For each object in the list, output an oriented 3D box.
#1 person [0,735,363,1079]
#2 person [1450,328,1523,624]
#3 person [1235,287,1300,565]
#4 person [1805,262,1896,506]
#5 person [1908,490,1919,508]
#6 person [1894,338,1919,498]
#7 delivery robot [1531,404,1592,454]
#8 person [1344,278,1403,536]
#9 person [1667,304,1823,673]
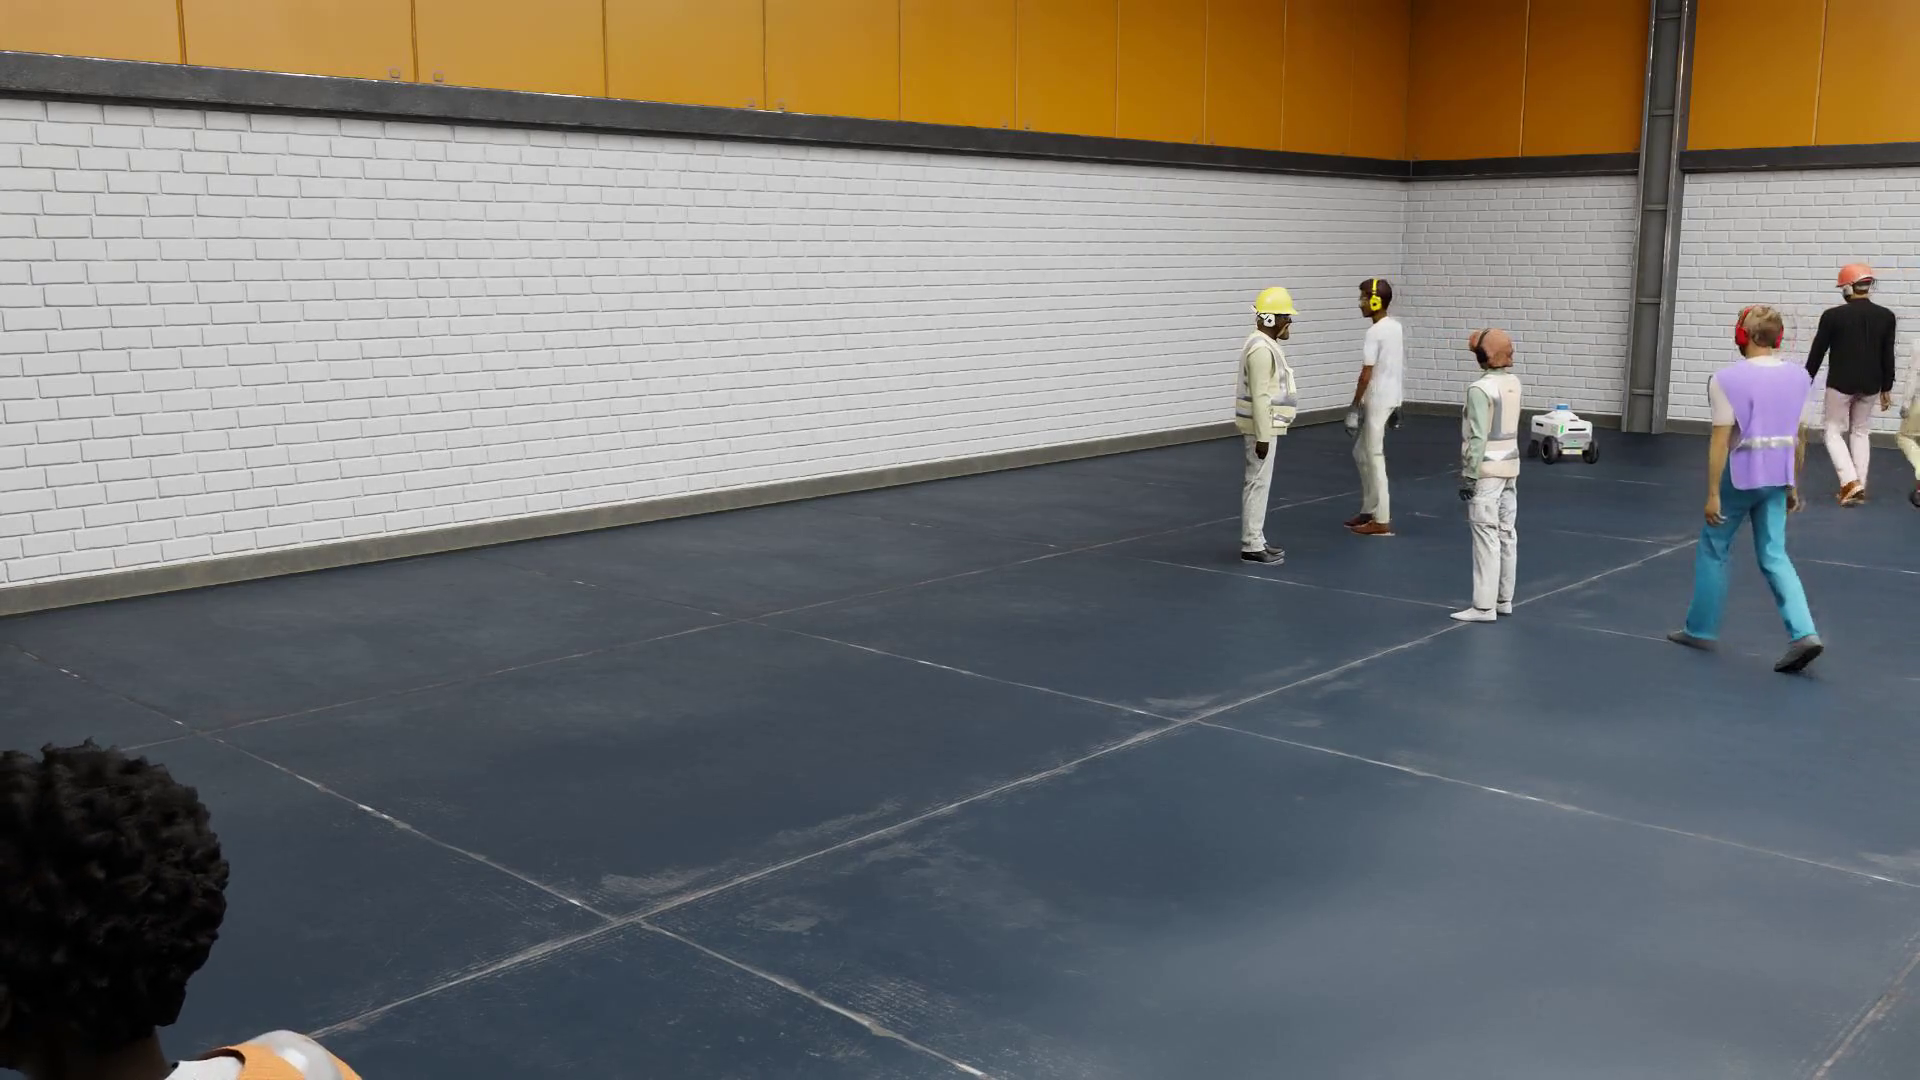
[{"bbox_3d":[-0.666,0.996,1.413,0.320,1.689,0.525,3,10,15],"label":"person"},{"bbox_3d":[2.943,-0.353,9.245,0.314,1.636,0.516,9,14,43],"label":"person"},{"bbox_3d":[2.015,-0.747,10.963,0.403,1.825,0.591,2,10,10],"label":"person"},{"bbox_3d":[7.202,-1.245,13.405,0.638,1.967,0.632,-1,10,-3],"label":"person"},{"bbox_3d":[7.850,-1.057,12.573,0.540,1.874,1.039,-5,11,-28],"label":"person"},{"bbox_3d":[7.926,-1.112,13.600,0.521,1.620,0.353,-1,10,-8],"label":"person"},{"bbox_3d":[5.861,-1.084,16.215,0.477,0.478,0.707,-1,10,-5],"label":"delivery robot"},{"bbox_3d":[2.922,-0.953,12.022,0.535,1.854,0.571,7,12,33],"label":"person"},{"bbox_3d":[3.986,-0.266,8.286,0.579,1.806,0.902,-2,10,-13],"label":"person"}]
